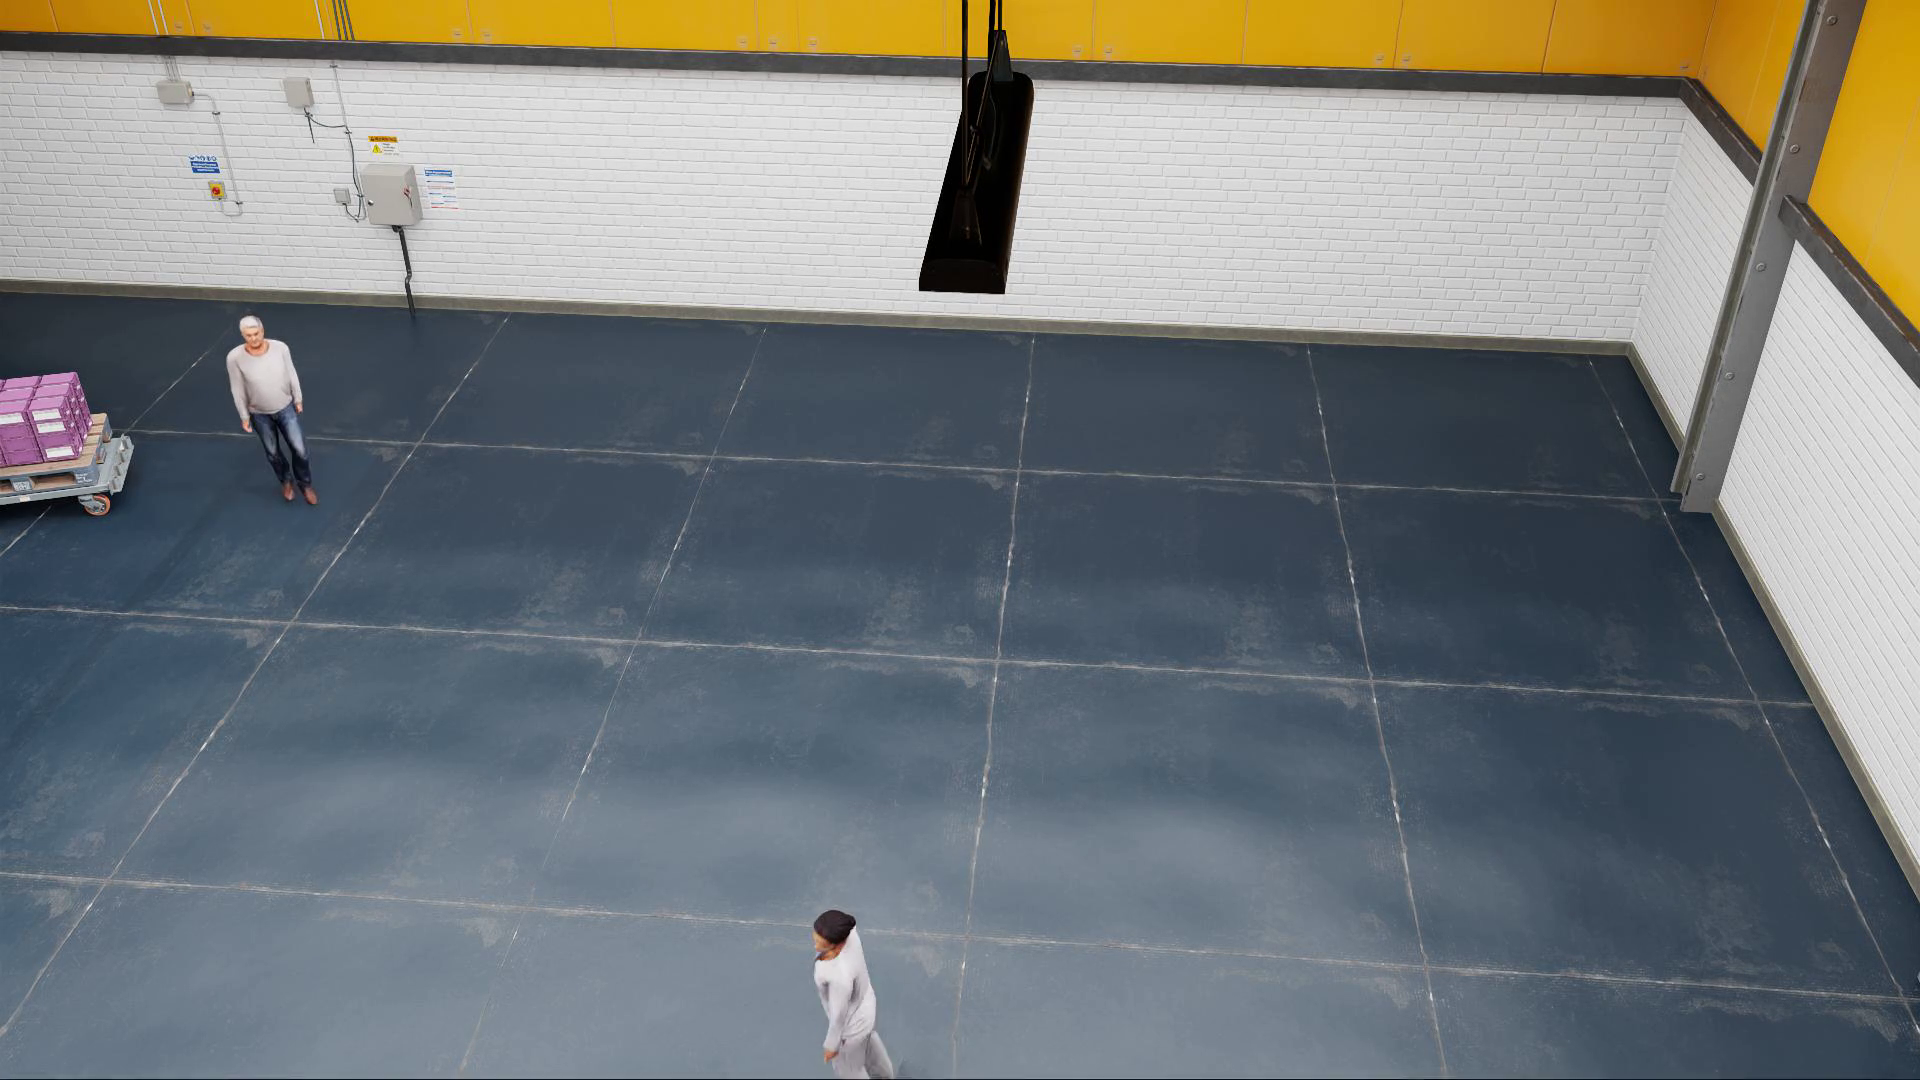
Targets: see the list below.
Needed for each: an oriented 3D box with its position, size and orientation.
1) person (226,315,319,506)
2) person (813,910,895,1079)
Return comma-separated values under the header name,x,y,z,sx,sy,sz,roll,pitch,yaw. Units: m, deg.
name,x,y,z,sx,sy,sz,roll,pitch,yaw
person,-6.287,-1.229,15.155,0.885,1.888,0.924,-14,36,-19
person,-0.578,2.661,9.466,0.881,1.706,0.582,8,34,12
